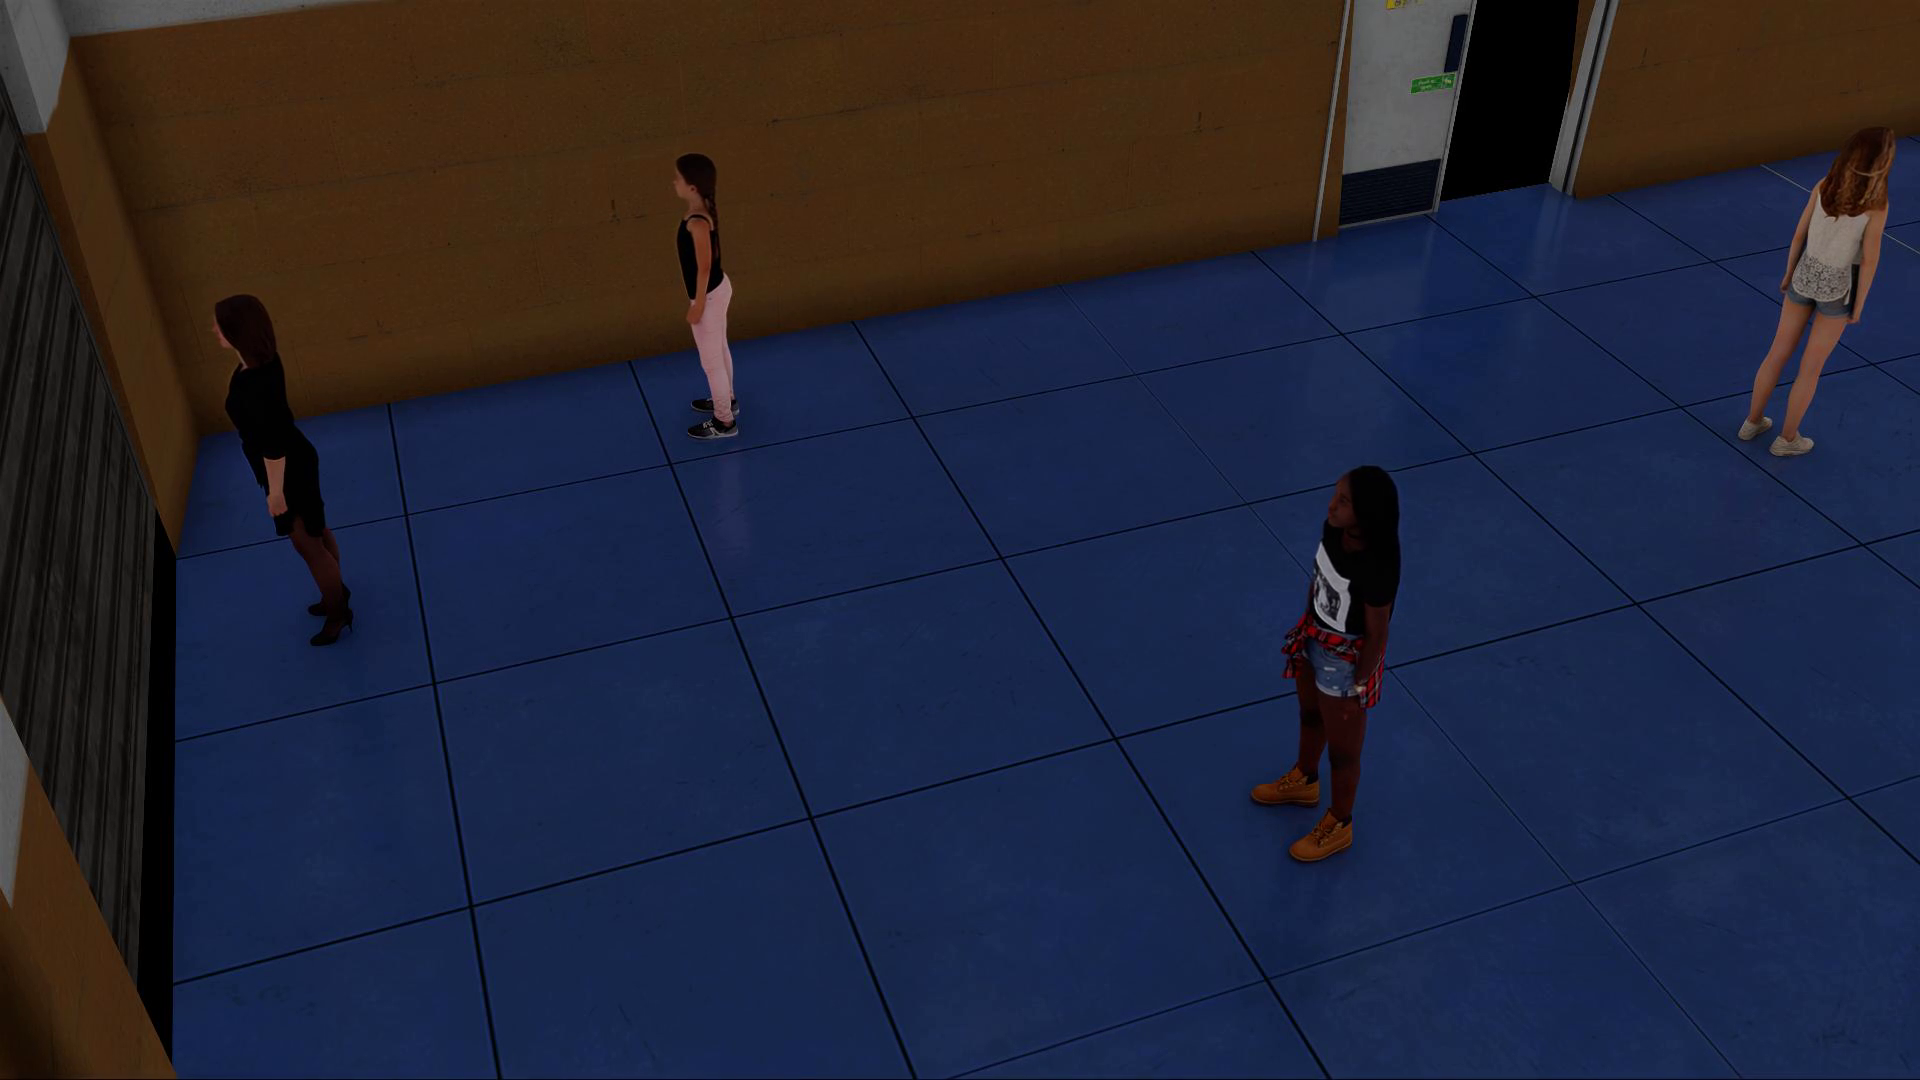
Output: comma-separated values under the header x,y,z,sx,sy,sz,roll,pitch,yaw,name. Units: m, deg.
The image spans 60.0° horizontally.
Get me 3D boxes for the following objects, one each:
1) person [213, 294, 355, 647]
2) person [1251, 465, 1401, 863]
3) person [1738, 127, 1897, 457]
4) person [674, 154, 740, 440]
x,y,z,sx,sy,sz,roll,pitch,yaw,name
-2.864,-0.287,7.096,0.652,1.706,0.440,-10,38,-13,person
1.386,0.450,6.110,0.670,1.728,0.539,-10,38,-13,person
4.299,-1.231,8.324,0.687,1.759,0.522,-21,42,-26,person
-1.291,-1.249,8.509,0.664,1.565,0.556,1,37,1,person
